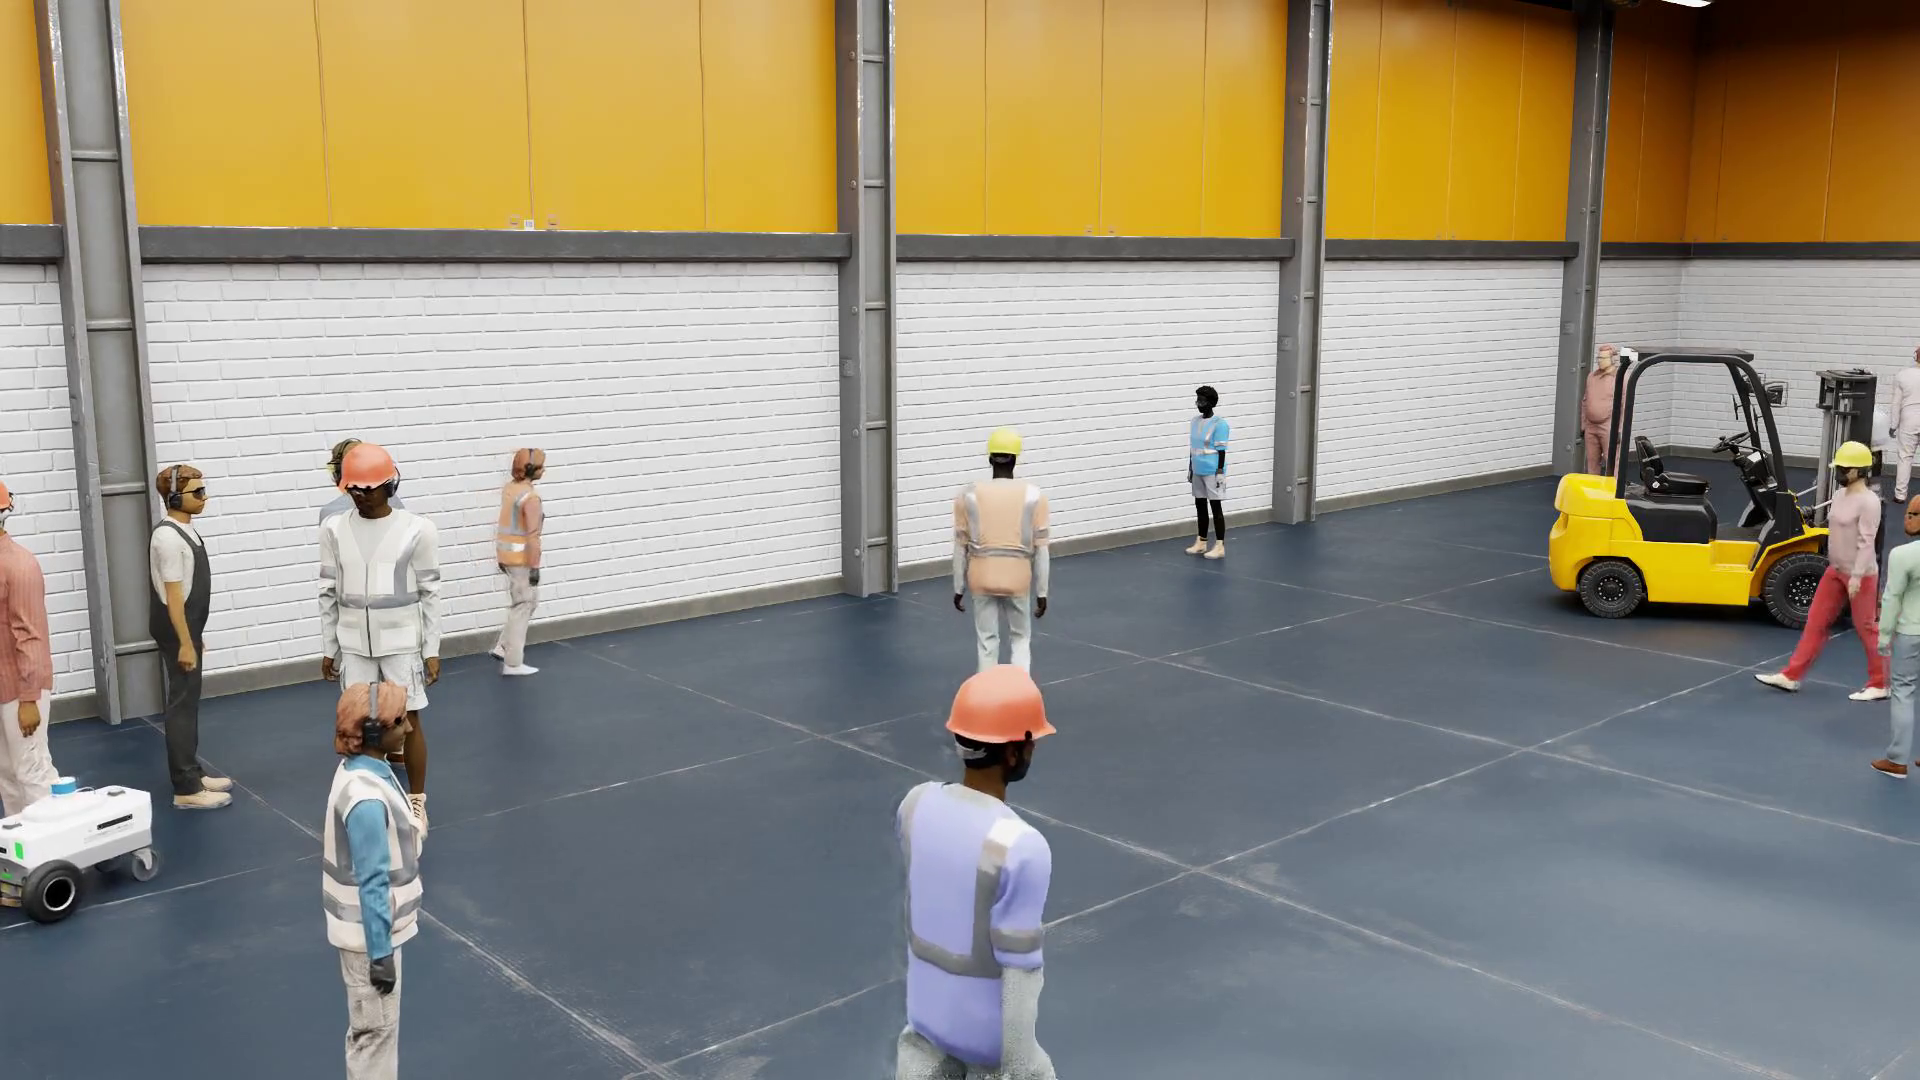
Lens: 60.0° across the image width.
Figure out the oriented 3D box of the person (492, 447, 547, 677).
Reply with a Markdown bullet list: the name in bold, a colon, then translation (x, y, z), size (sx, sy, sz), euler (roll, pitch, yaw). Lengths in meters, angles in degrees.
- **person**: translation (-3.076, 0.157, 11.649), size (0.389, 1.613, 0.534), euler (-6, 12, -33)

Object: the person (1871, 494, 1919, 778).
- **person**: translation (5.439, 0.539, 9.396), size (0.505, 1.630, 0.282), euler (-1, 10, -4)

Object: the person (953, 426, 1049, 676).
- **person**: translation (0.250, 0.259, 10.233), size (0.587, 1.912, 0.410), euler (0, 10, 1)

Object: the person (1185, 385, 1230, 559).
- **person**: translation (2.421, -0.668, 16.276), size (0.319, 1.692, 0.536), euler (-6, 11, -29)

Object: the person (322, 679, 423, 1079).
- **person**: translation (-1.846, 1.243, 5.266), size (0.312, 1.631, 0.508), euler (-3, 10, -19)

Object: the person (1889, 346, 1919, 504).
- **person**: translation (11.389, -1.368, 19.738), size (0.637, 1.911, 0.403), euler (5, 11, 28)

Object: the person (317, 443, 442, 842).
- **person**: translation (-2.892, 0.525, 8.288), size (0.605, 2.033, 0.391), euler (0, 10, 0)

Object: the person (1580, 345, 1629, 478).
- **person**: translation (7.525, -1.323, 19.482), size (0.407, 1.904, 0.655), euler (-5, 11, -28)

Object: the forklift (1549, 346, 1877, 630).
- **forklift**: translation (6.109, -0.478, 13.691), size (2.313, 2.155, 1.214), euler (3, 10, 16)

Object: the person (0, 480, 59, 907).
- **person**: translation (-4.366, 0.669, 7.588), size (0.614, 1.987, 0.407), euler (7, 12, 36)

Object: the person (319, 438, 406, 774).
- **person**: translation (-3.336, 0.395, 9.326), size (0.372, 1.939, 0.629), euler (3, 10, 17)

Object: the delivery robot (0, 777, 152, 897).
- **delivery robot**: translation (-4.088, 1.331, 7.619), size (0.477, 0.478, 0.707), euler (5, 11, 26)

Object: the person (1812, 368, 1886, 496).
- **person**: translation (7.946, -0.572, 14.950), size (0.710, 1.941, 0.605), euler (0, 10, -2)

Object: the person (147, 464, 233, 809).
- **person**: translation (-4.142, 0.511, 8.918), size (0.351, 1.846, 0.507), euler (-3, 10, -18)

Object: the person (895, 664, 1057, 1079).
- **person**: translation (0.050, 1.257, 4.452), size (0.566, 1.892, 0.983), euler (9, 13, 43)

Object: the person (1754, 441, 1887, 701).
- **person**: translation (5.805, 0.214, 11.016), size (0.814, 1.727, 0.547), euler (0, 10, 0)
